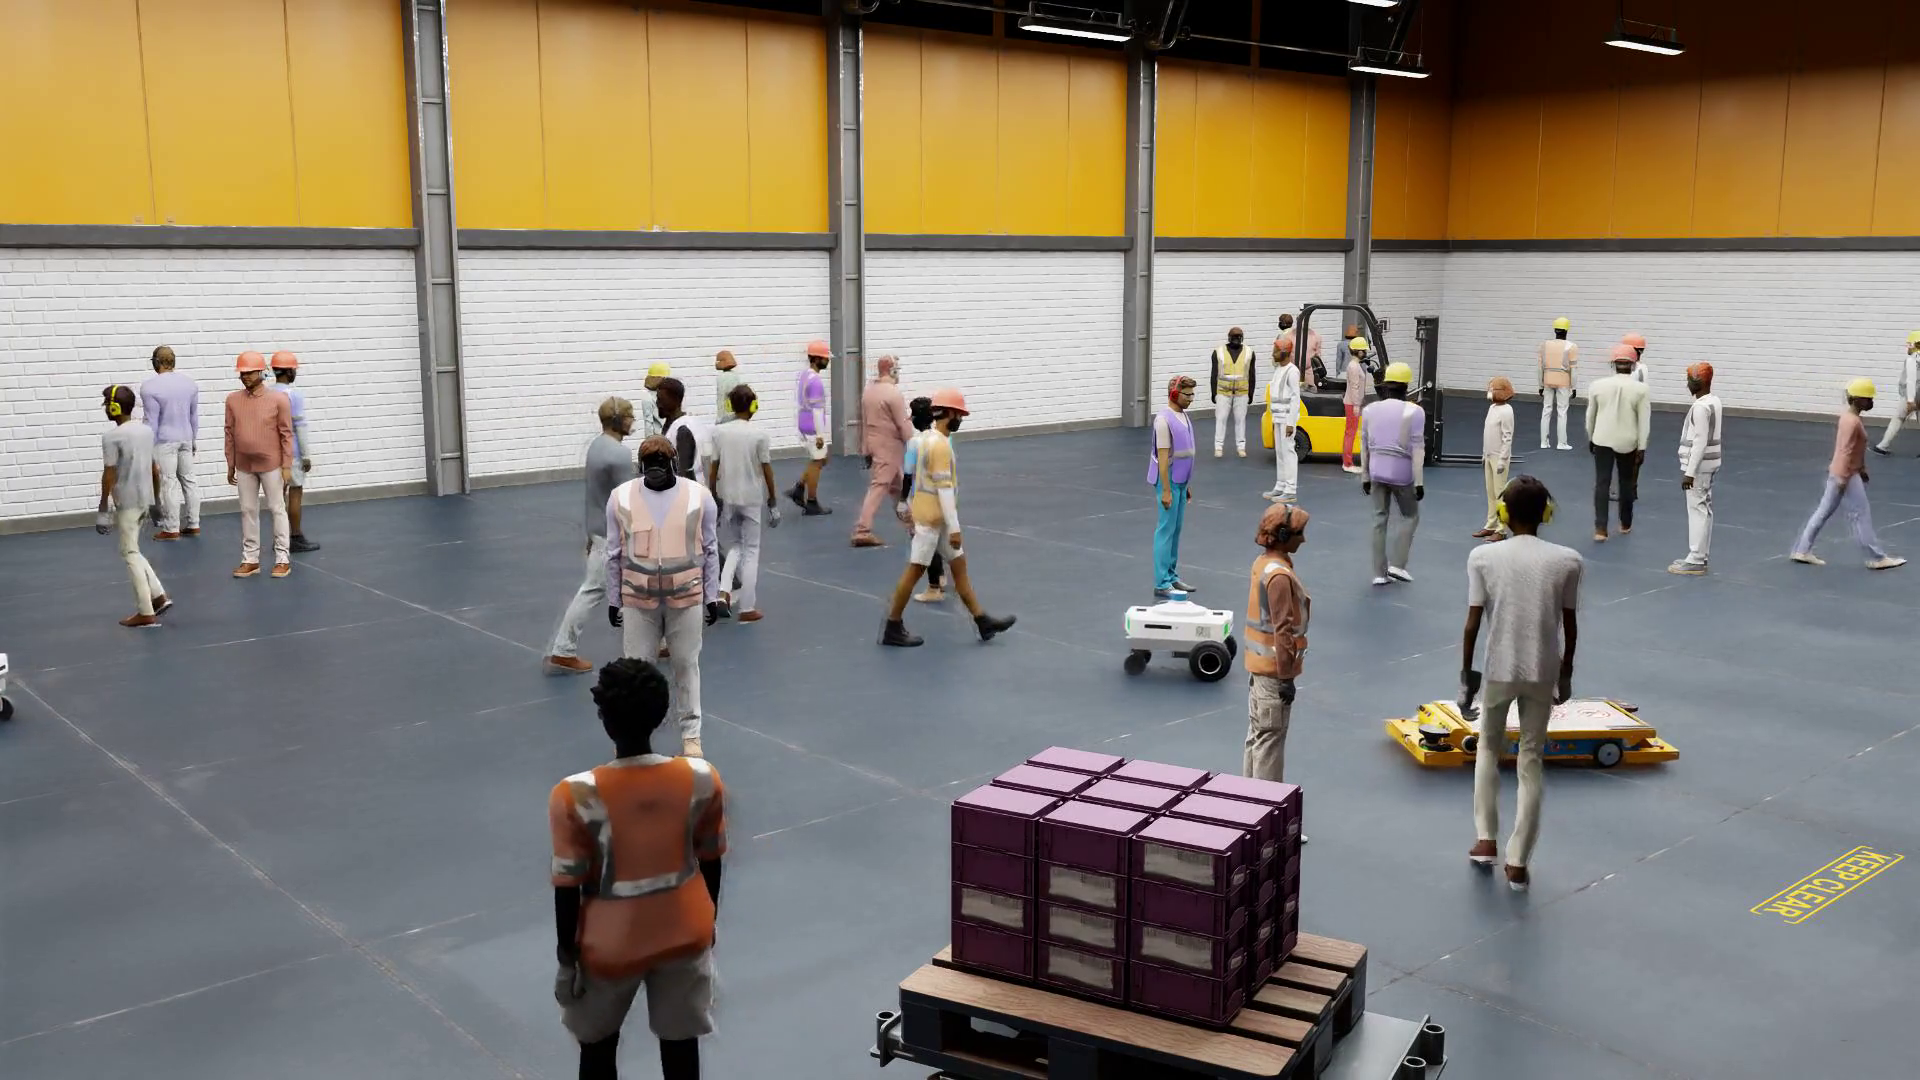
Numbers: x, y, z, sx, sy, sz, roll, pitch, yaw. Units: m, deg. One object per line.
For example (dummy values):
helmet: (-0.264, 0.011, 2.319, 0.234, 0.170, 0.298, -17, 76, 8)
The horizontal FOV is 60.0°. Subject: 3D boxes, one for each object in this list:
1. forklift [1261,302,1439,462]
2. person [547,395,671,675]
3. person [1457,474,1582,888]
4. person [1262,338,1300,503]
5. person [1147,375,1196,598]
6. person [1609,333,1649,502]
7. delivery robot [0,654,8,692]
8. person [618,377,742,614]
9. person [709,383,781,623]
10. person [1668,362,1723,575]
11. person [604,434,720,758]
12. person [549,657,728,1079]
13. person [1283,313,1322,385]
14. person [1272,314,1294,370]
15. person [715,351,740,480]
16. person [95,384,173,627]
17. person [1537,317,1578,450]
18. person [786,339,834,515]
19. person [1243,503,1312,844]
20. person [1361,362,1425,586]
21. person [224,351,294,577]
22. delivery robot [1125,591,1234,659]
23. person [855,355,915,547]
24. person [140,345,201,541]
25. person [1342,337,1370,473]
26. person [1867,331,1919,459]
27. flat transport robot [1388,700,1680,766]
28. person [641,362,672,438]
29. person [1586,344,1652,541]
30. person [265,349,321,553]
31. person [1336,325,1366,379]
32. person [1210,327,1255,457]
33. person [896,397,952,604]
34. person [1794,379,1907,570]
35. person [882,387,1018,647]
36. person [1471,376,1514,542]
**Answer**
forklift: (5.320, -2.157, 22.763, 2.313, 2.155, 1.214, 3, 10, 16)
person: (-2.345, -0.034, 11.269, 1.045, 1.890, 0.627, -3, 10, -20)
person: (2.520, 0.628, 7.522, 0.506, 1.839, 0.574, 3, 10, 16)
person: (3.714, -1.369, 19.067, 0.354, 1.881, 0.576, -1, 10, -7)
person: (1.760, -0.446, 13.790, 0.390, 1.838, 0.564, 4, 11, 23)
person: (7.691, -1.407, 19.123, 0.358, 1.938, 0.545, 6, 11, 32)
delivery robot: (-6.095, 0.809, 9.919, 0.707, 0.478, 0.477, -1, 10, -3)
person: (-2.194, -0.356, 13.173, 1.005, 1.877, 0.591, -5, 11, -29)
person: (-1.648, -0.269, 12.726, 0.510, 1.847, 0.417, 4, 10, 22)
person: (6.541, -0.633, 14.744, 0.354, 1.887, 0.573, 7, 12, 34)
person: (-1.654, 0.328, 9.246, 0.634, 1.842, 0.429, -1, 10, -7)
person: (-0.974, 1.149, 4.917, 0.552, 1.666, 0.768, -5, 11, -27)
person: (5.494, -2.705, 26.801, 0.651, 1.910, 0.409, 1, 10, 7)
person: (5.503, -2.914, 28.229, 0.429, 1.844, 0.622, 6, 11, 32)
person: (-2.946, -1.563, 20.935, 0.316, 1.625, 0.530, 4, 10, 22)
person: (-6.304, -0.245, 12.597, 0.415, 1.851, 0.527, 1, 10, 6)
person: (8.692, -2.267, 24.188, 0.588, 1.927, 0.371, 9, 13, 42)
person: (-1.578, -1.214, 18.039, 0.453, 1.920, 0.582, -3, 10, -17)
person: (1.524, 0.634, 8.049, 0.308, 1.639, 0.510, 0, 10, 0)
person: (3.724, -0.561, 14.227, 0.612, 1.912, 0.491, 8, 13, 41)
person: (-6.151, -0.660, 14.588, 0.608, 1.994, 0.377, 1, 10, 3)
delivery robot: (1.478, 0.586, 11.226, 0.707, 0.478, 0.477, 2, 10, 14)
person: (-0.644, -0.877, 16.267, 0.994, 1.856, 0.640, -5, 11, -26)
person: (-7.816, -0.954, 16.472, 0.372, 1.940, 0.632, 4, 11, 23)
person: (5.156, -1.757, 21.676, 0.314, 1.768, 0.526, 2, 10, 11)
person: (13.243, -2.010, 23.136, 0.606, 1.777, 0.928, -6, 12, -33)
flat transport robot: (3.234, 1.081, 9.430, 1.431, 0.197, 0.652, 0, 10, -3)
person: (-3.074, -0.954, 17.041, 0.294, 1.744, 0.486, 3, 10, 15)
person: (6.563, -0.977, 16.617, 0.610, 1.944, 1.014, 5, 11, 26)
person: (-6.399, -0.849, 15.867, 0.551, 1.933, 0.377, 5, 11, 27)
person: (6.710, -2.869, 28.572, 0.506, 1.632, 0.268, 3, 10, 17)
person: (3.818, -2.065, 23.298, 0.627, 1.837, 0.430, 1, 10, 4)
person: (-0.255, -0.321, 13.489, 0.364, 1.674, 0.559, 5, 11, 27)
person: (8.044, -0.589, 14.973, 0.898, 1.719, 0.538, 4, 10, 21)
person: (-0.096, -0.157, 11.999, 1.017, 1.860, 0.588, 0, 10, 0)
person: (5.297, -0.799, 16.446, 0.286, 1.636, 0.500, -1, 10, -4)
